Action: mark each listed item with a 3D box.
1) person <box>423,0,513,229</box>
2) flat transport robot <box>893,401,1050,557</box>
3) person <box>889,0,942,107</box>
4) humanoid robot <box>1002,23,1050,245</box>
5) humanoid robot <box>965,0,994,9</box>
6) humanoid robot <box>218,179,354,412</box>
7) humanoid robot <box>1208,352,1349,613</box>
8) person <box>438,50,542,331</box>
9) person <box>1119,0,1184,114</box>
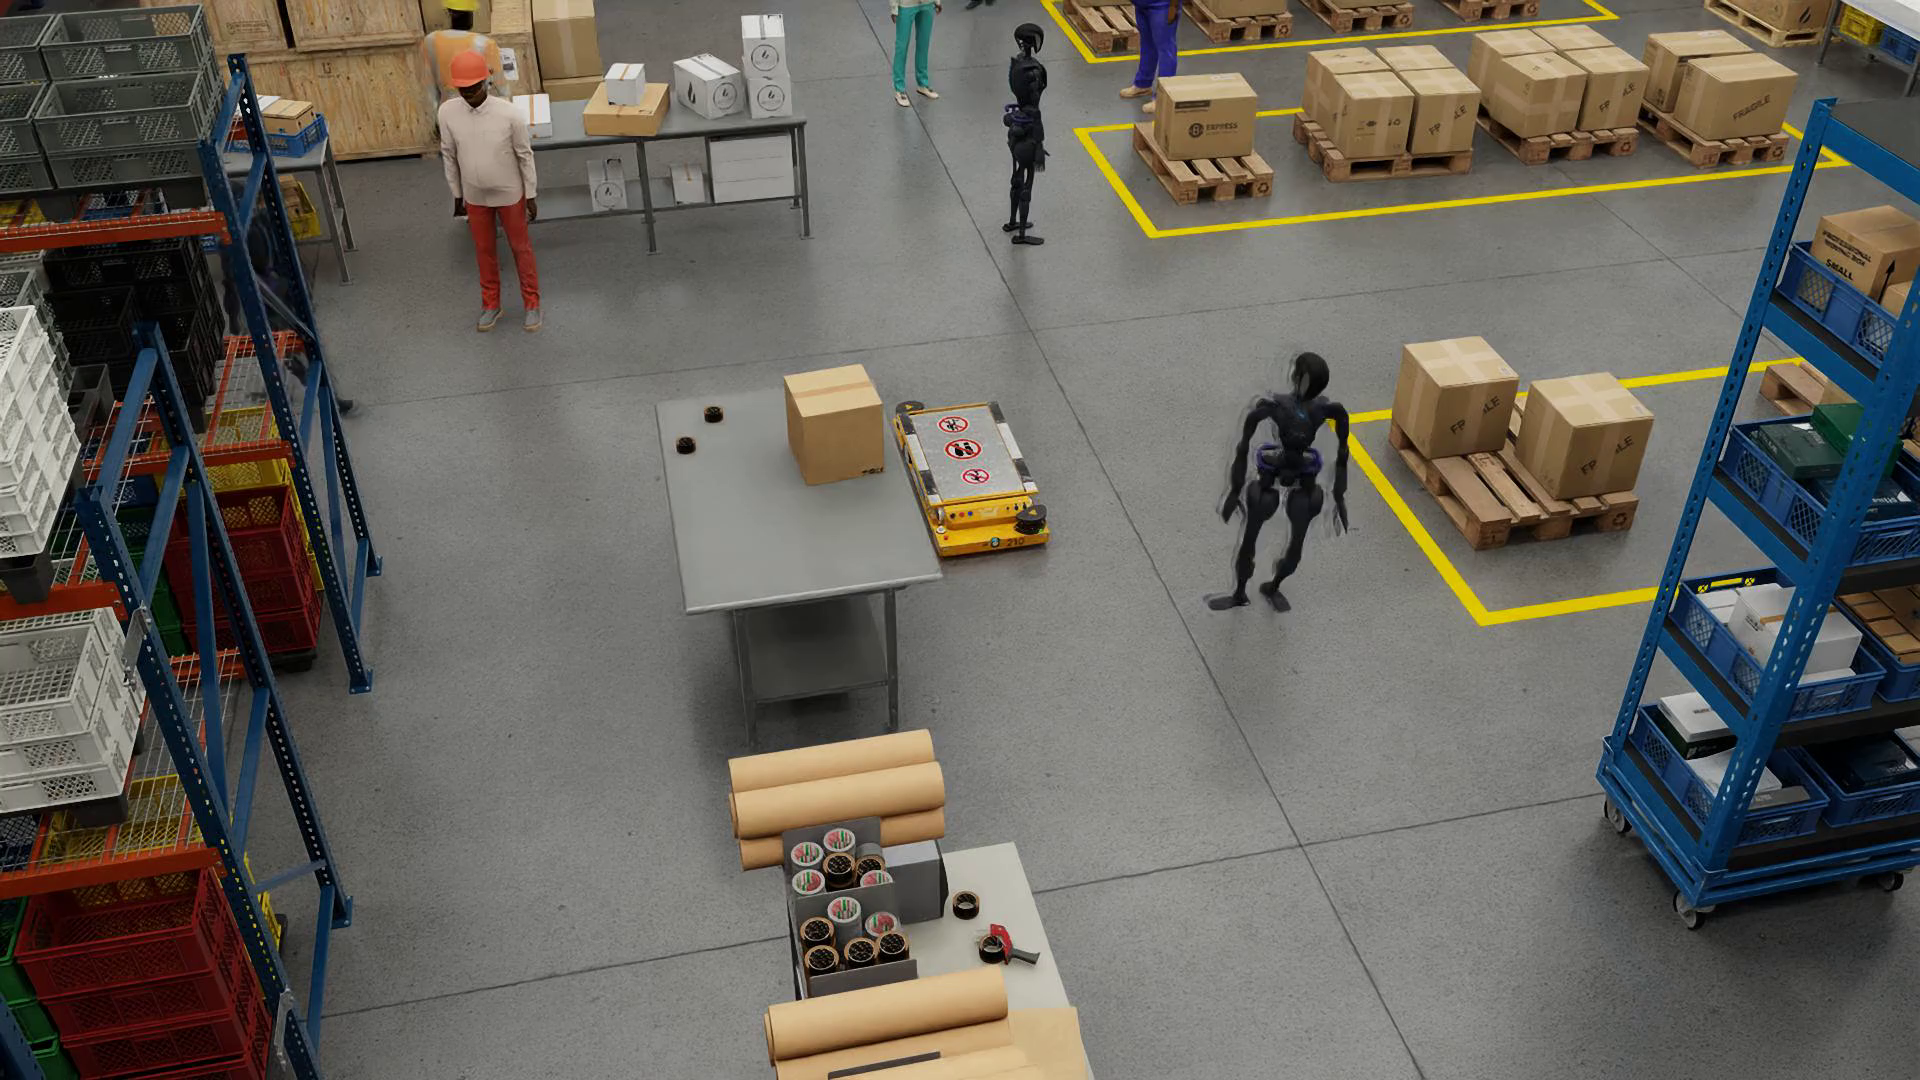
[{"bbox_3d":[-3.632,-3.229,12.522,0.594,1.907,0.530,9,38,12],"label":"person"},{"bbox_3d":[0.046,-0.430,10.108,0.652,0.197,1.431,-8,37,-10],"label":"flat transport robot"},{"bbox_3d":[-0.384,-4.718,14.640,0.532,1.766,0.324,-23,42,-27],"label":"person"},{"bbox_3d":[0.512,-3.048,12.459,0.331,1.657,0.586,-8,37,-10],"label":"humanoid robot"},{"bbox_3d":[0.200,-6.131,16.611,0.622,1.645,0.337,19,41,24],"label":"humanoid robot"},{"bbox_3d":[-4.307,-1.502,10.455,0.774,1.646,0.599,4,37,5],"label":"humanoid robot"},{"bbox_3d":[1.704,-0.267,8.763,0.699,1.639,0.384,3,37,5],"label":"humanoid robot"},{"bbox_3d":[-3.160,-2.342,11.257,0.610,1.995,0.389,2,37,3],"label":"person"},{"bbox_3d":[1.684,-4.752,14.457,0.537,2.000,0.673,-14,39,-18],"label":"person"}]
